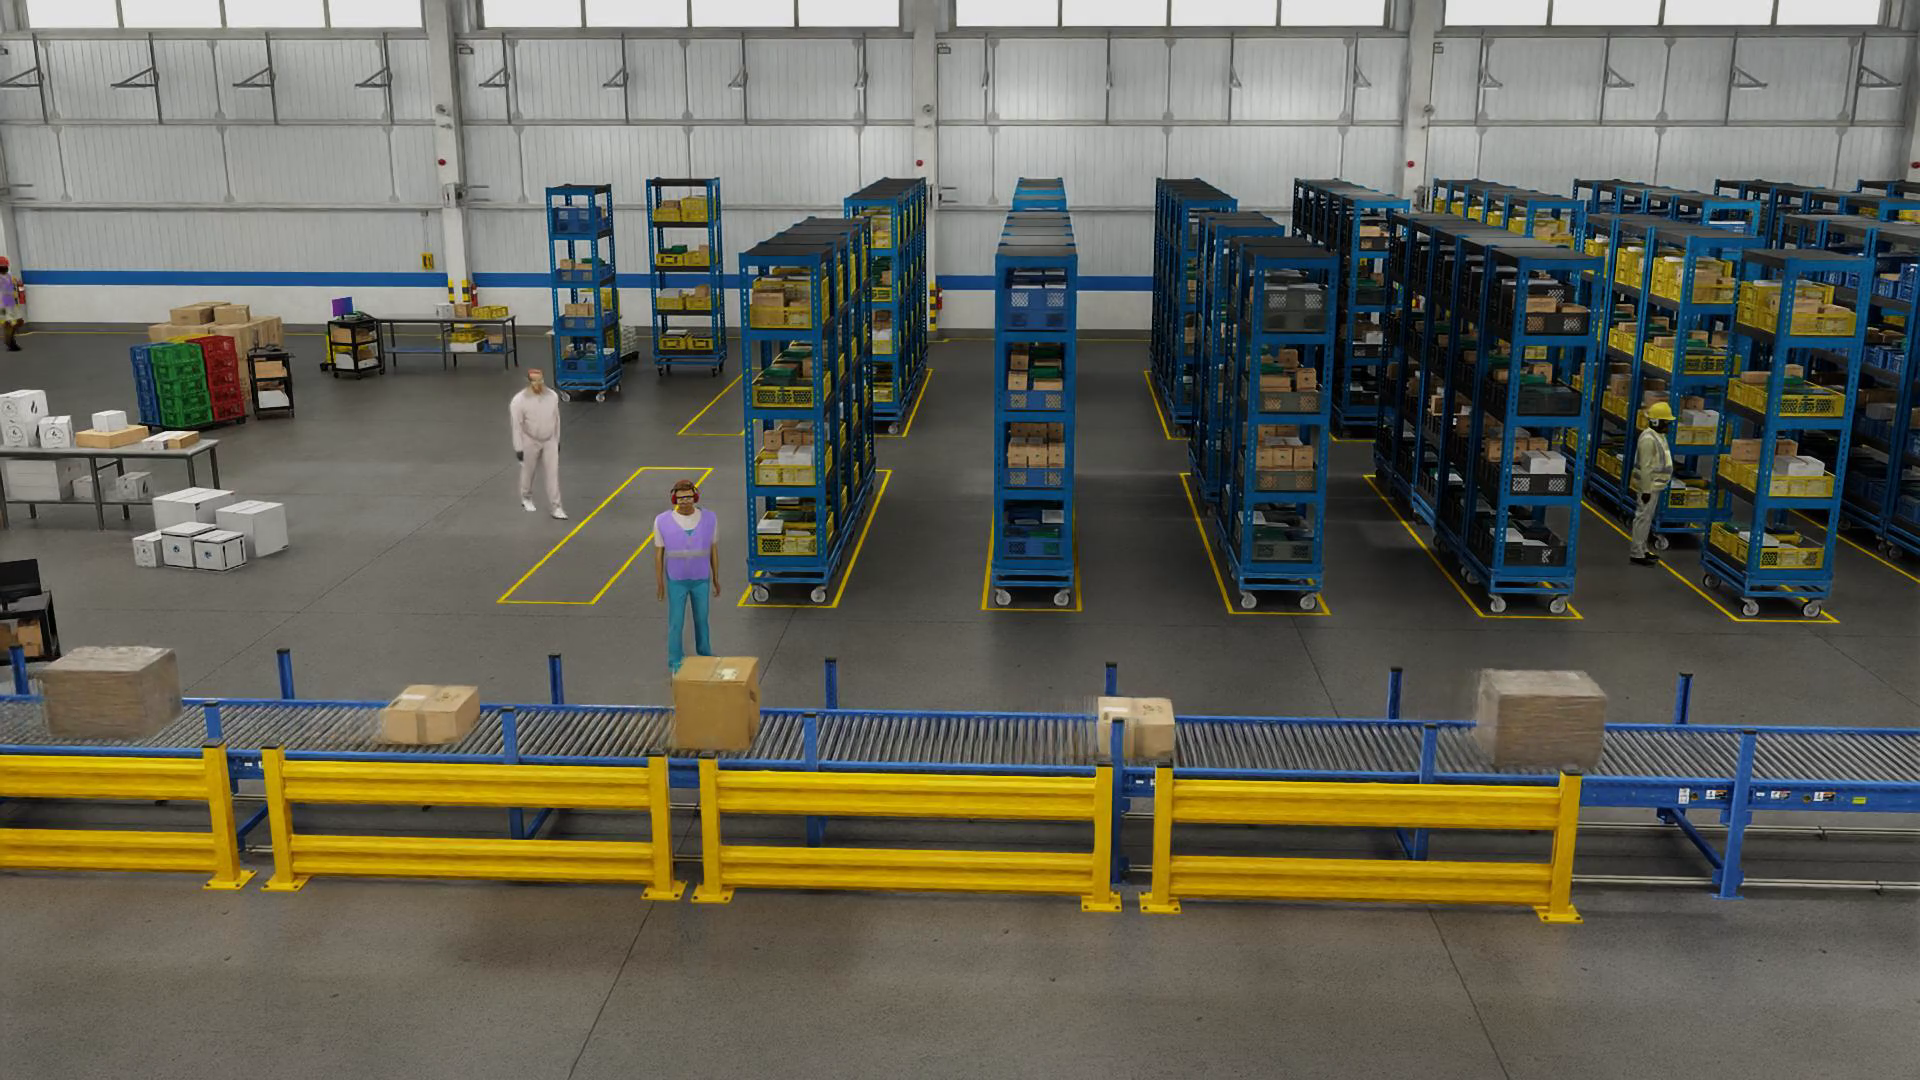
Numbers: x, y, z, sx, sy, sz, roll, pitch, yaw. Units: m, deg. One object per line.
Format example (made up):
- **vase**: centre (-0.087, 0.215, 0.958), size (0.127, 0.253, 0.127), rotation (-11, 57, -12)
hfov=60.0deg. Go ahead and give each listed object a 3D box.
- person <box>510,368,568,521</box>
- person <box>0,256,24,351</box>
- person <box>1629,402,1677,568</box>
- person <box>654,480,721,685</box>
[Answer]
- **person**: centre (-5.218, -1.207, 20.510), size (0.660, 1.865, 0.985), rotation (-11, 18, -35)
- **person**: centre (-19.175, -4.749, 33.518), size (0.407, 1.918, 0.555), rotation (3, 15, 10)
- **person**: centre (7.645, -0.620, 18.369), size (0.404, 1.830, 0.600), rotation (9, 17, 30)
- **person**: centre (-2.406, 0.357, 14.712), size (0.570, 1.844, 0.377), rotation (-5, 16, -19)
